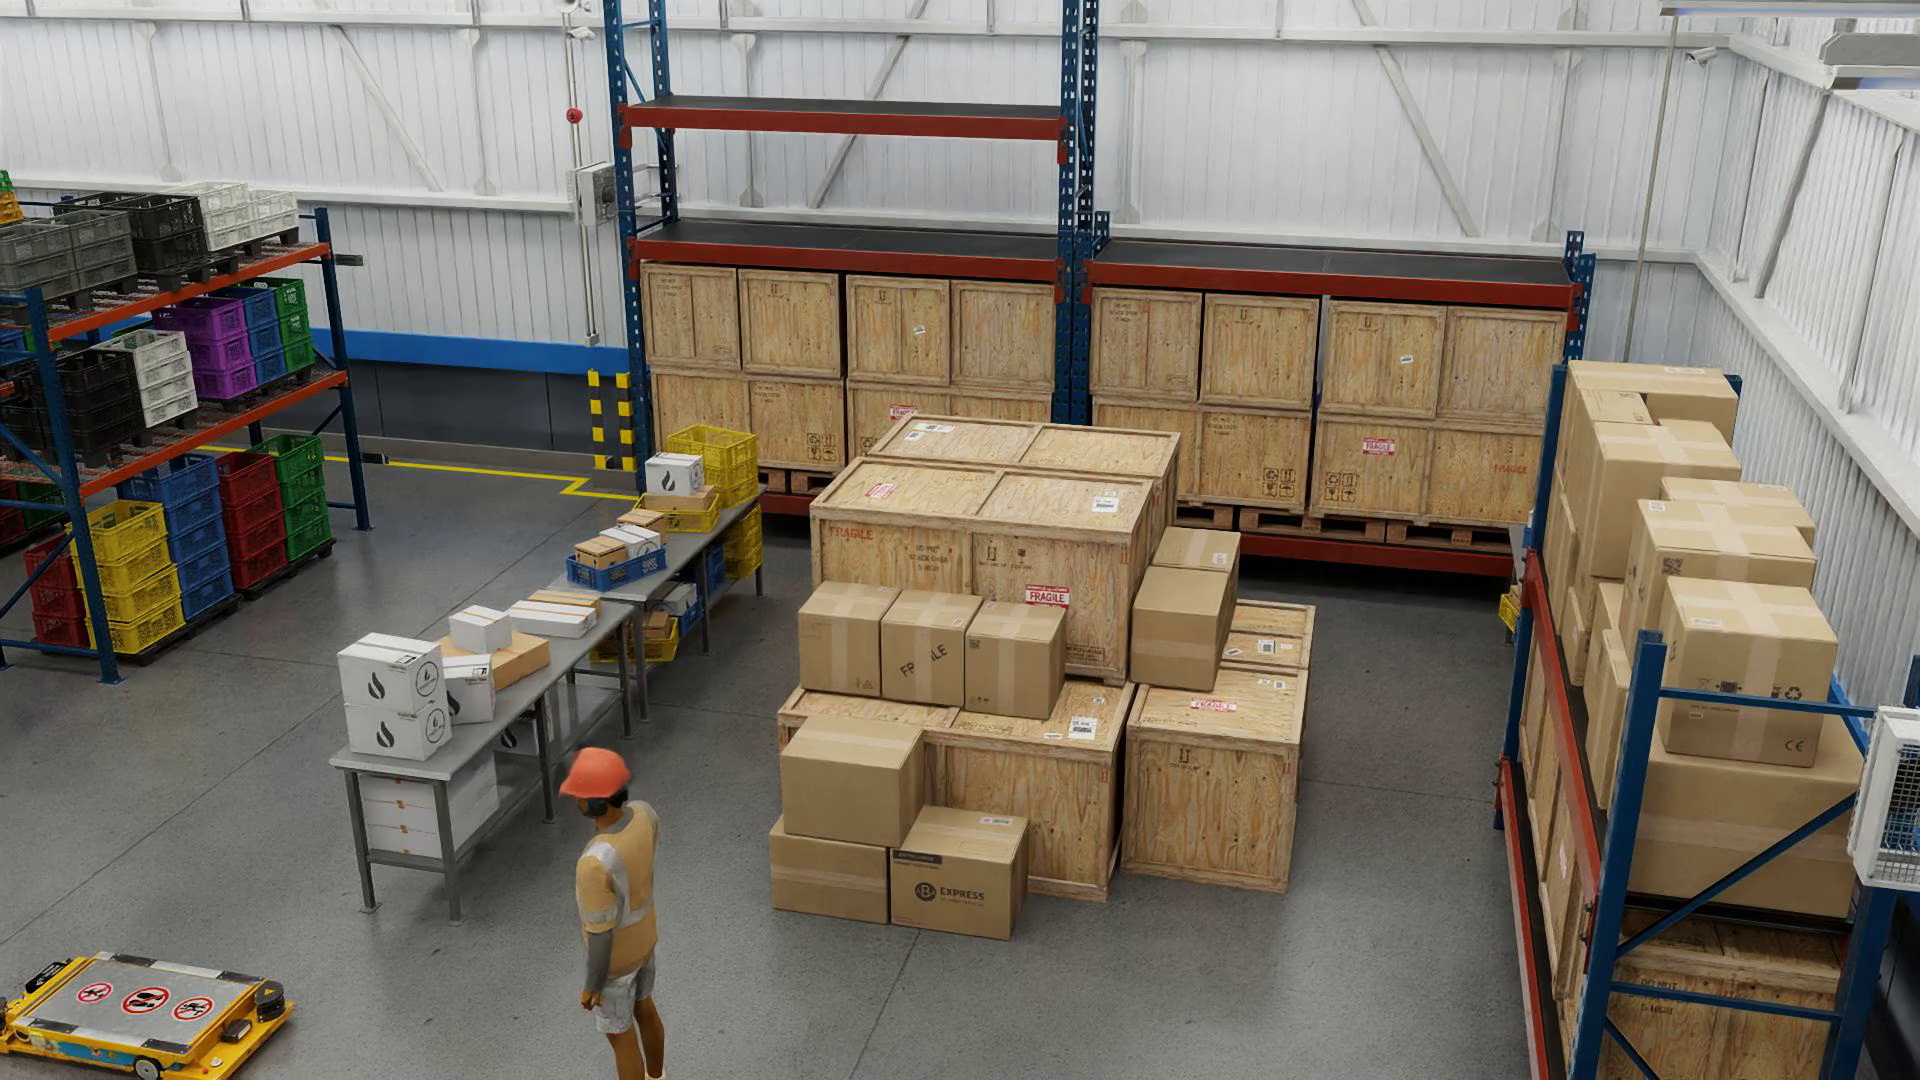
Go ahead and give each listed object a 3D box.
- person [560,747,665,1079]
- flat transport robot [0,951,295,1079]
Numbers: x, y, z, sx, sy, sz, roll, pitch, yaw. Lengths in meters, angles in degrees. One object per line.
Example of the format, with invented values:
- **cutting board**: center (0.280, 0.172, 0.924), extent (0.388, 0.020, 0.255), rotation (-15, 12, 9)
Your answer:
- **person**: center (-1.587, 1.870, 7.671), extent (0.366, 2.045, 0.607), rotation (5, 21, 12)
- **flat transport robot**: center (-4.270, 2.464, 8.601), extent (1.431, 0.231, 0.659), rotation (5, 22, 13)
